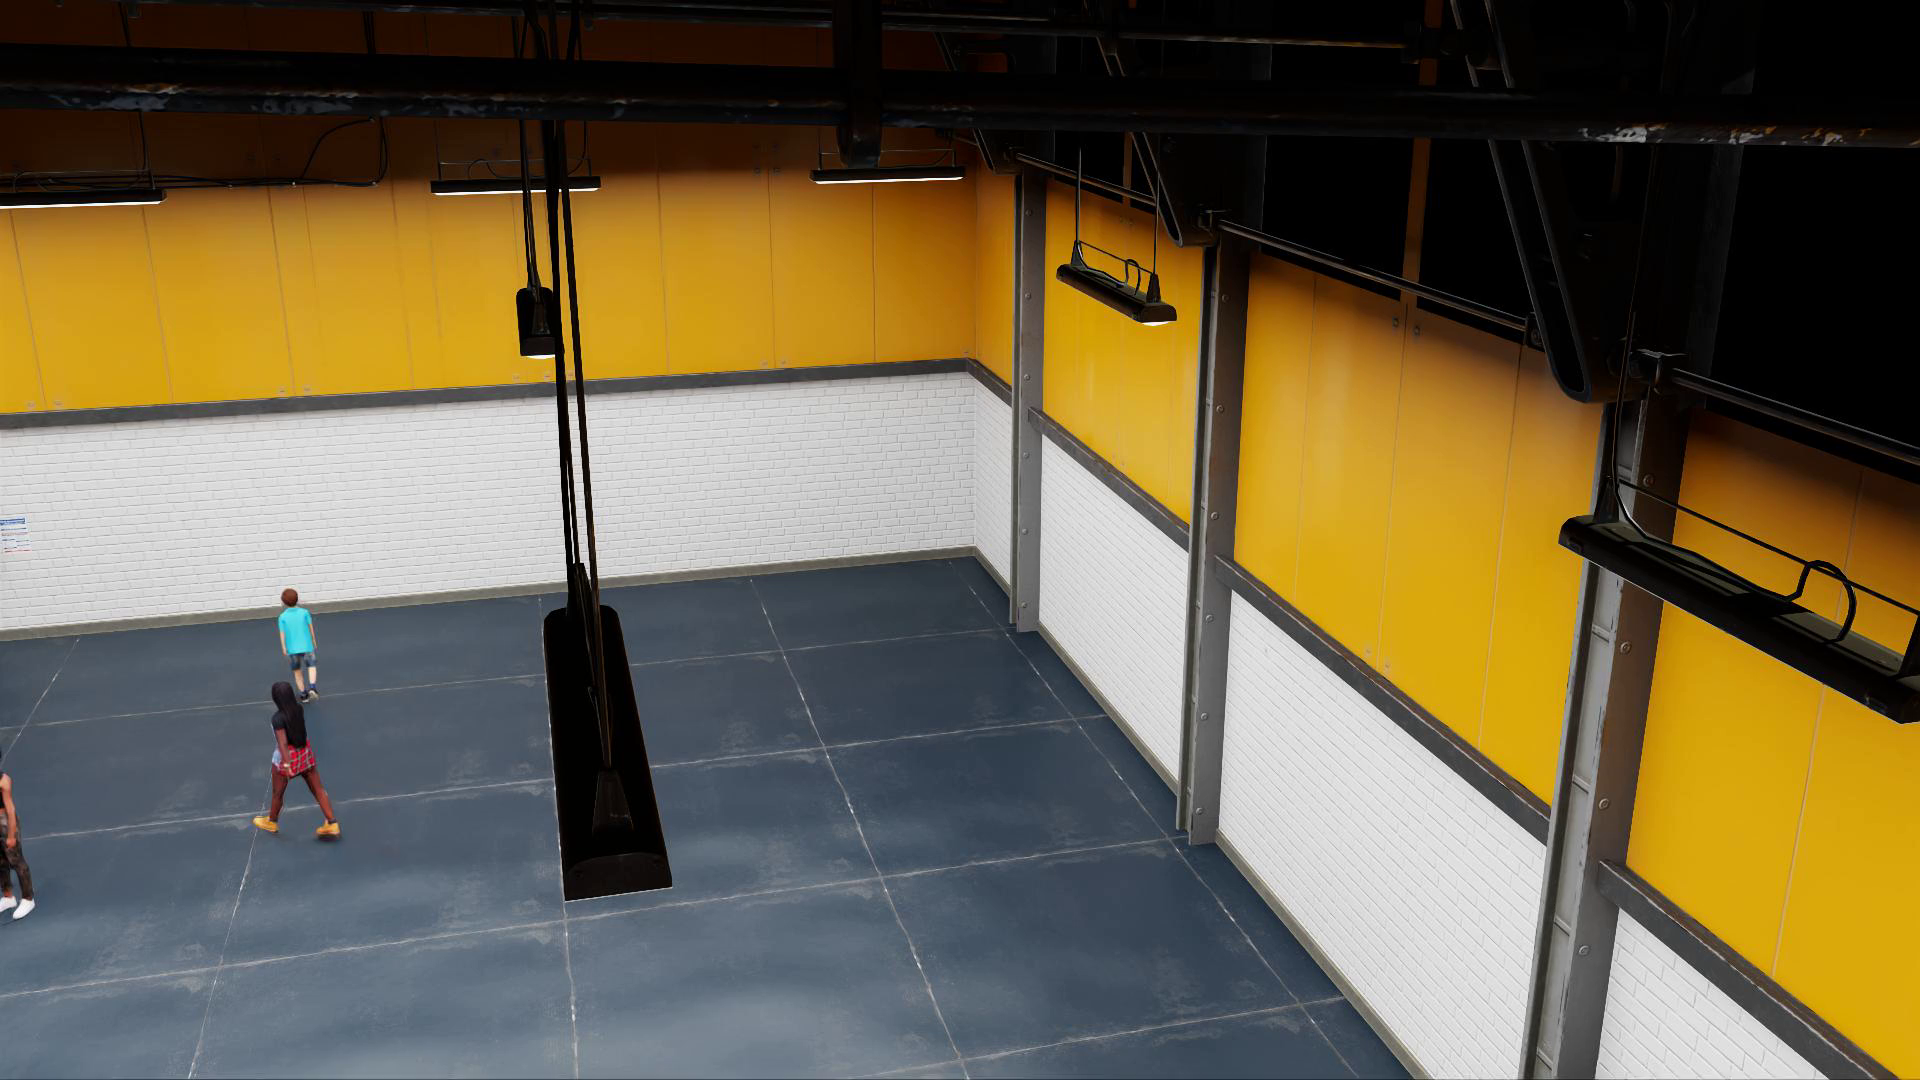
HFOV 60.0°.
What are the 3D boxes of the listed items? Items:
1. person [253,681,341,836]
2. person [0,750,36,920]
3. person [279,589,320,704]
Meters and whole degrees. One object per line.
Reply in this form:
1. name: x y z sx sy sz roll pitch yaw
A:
1. person: -6.586 2.243 16.675 1.080 1.677 1.188 5 19 16
2. person: -8.863 2.668 15.375 0.661 1.700 0.683 5 19 15
3. person: -7.895 1.286 19.891 0.597 1.439 0.684 -8 20 -23
